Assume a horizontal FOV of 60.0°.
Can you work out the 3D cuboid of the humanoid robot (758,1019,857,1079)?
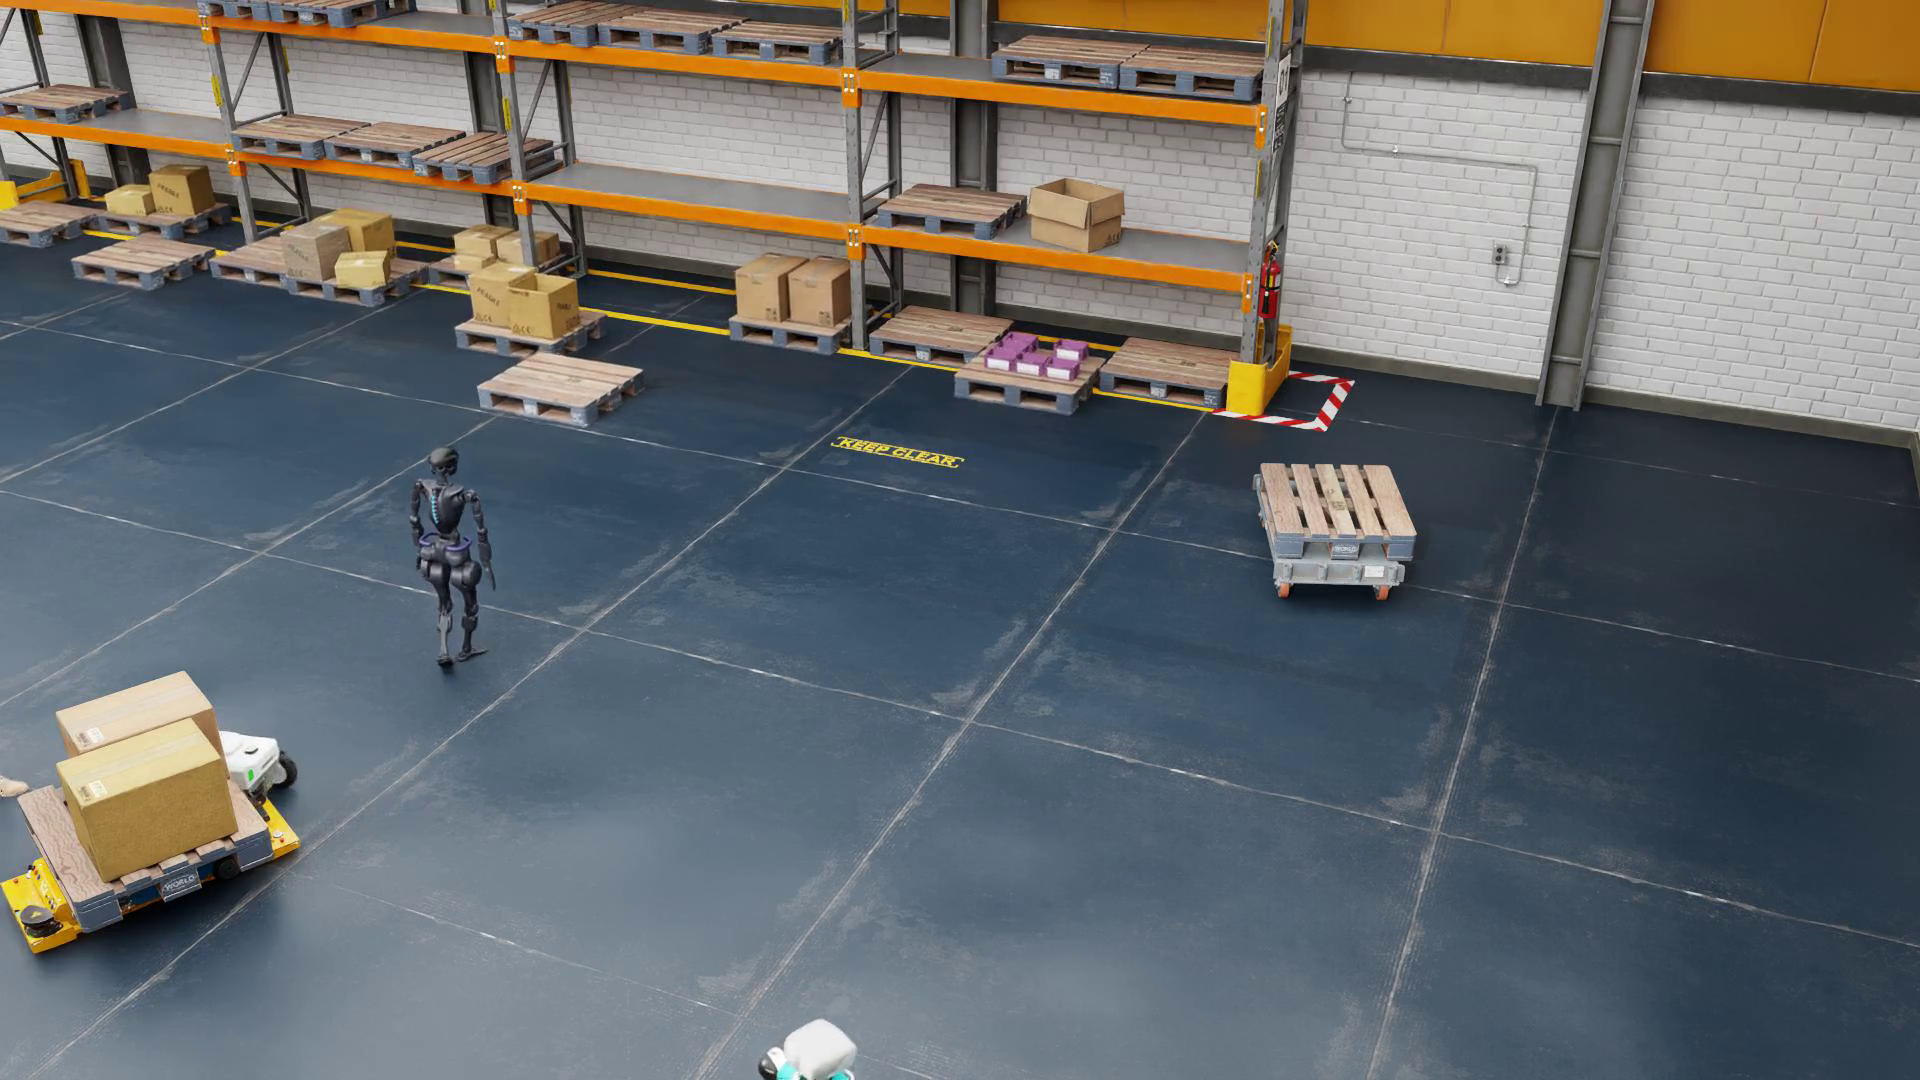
[{"bbox_3d":[-0.413,2.493,6.511,0.549,1.729,1.063,19,33,32],"label":"humanoid robot"}]

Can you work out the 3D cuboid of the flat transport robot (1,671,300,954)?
[{"bbox_3d":[-4.578,1.809,9.423,1.431,0.231,0.659,-21,34,-35],"label":"flat transport robot"}]

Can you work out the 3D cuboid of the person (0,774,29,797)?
[{"bbox_3d":[-6.040,0.729,9.822,0.678,1.841,0.483,-1,27,-2],"label":"person"}]

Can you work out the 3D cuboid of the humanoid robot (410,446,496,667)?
[{"bbox_3d":[-3.442,0.131,11.160,0.609,1.631,0.483,7,28,13],"label":"humanoid robot"}]

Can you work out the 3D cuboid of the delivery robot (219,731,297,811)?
[{"bbox_3d":[-4.448,1.355,9.958,0.738,0.563,0.499,5,28,9],"label":"delivery robot"}]
